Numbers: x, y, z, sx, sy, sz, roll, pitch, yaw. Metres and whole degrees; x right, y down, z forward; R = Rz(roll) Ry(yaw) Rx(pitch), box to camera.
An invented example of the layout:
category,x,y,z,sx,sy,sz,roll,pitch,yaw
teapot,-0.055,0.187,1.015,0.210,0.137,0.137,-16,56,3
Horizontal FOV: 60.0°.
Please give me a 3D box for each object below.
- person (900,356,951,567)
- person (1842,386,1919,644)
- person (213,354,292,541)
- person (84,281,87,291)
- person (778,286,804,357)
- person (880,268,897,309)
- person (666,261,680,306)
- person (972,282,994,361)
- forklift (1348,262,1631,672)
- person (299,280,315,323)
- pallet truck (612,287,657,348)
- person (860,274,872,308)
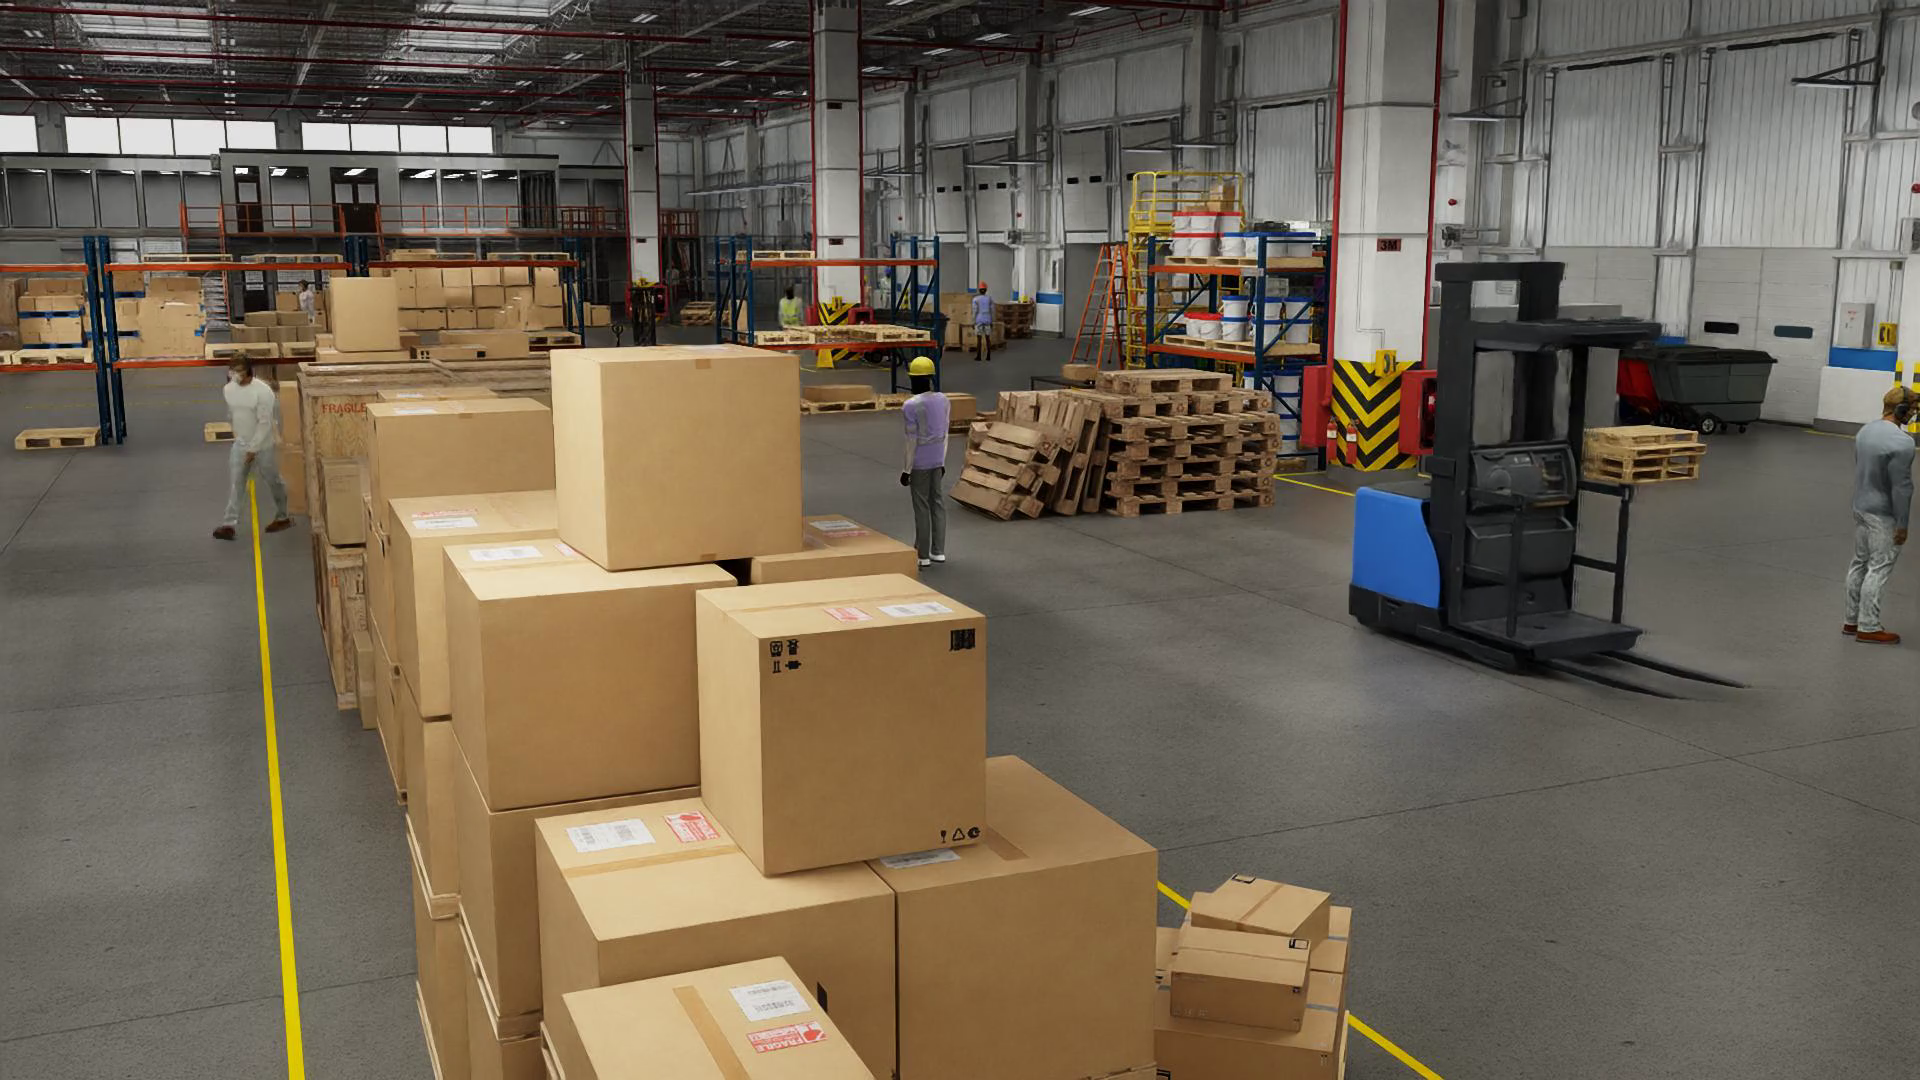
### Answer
category,x,y,z,sx,sy,sz,roll,pitch,yaw
person,-0.330,-0.716,15.260,0.363,1.928,0.587,8,13,37
person,6.836,-0.181,12.329,0.387,1.927,0.639,0,10,0
person,-7.069,-0.933,16.636,0.630,1.853,1.121,3,11,14
person,-26.165,-6.997,50.273,0.923,1.781,0.512,8,13,38
person,-4.163,-5.315,40.888,0.645,1.824,0.455,1,10,8
person,-2.556,-8.715,59.312,0.602,1.939,0.401,-2,10,-9
person,-12.832,-11.449,74.259,0.612,1.986,0.407,-1,10,-4
person,0.558,-5.370,40.879,0.552,1.937,0.356,-3,11,-16
forklift,3.878,-0.639,12.210,1.129,2.768,1.873,-5,11,-25
person,-17.051,-5.832,43.468,0.623,1.932,0.367,10,14,43
pallet truck,-6.464,-4.406,35.401,0.823,1.965,1.885,6,12,32
person,-3.077,-7.431,52.384,0.595,1.890,0.888,-4,11,-20
